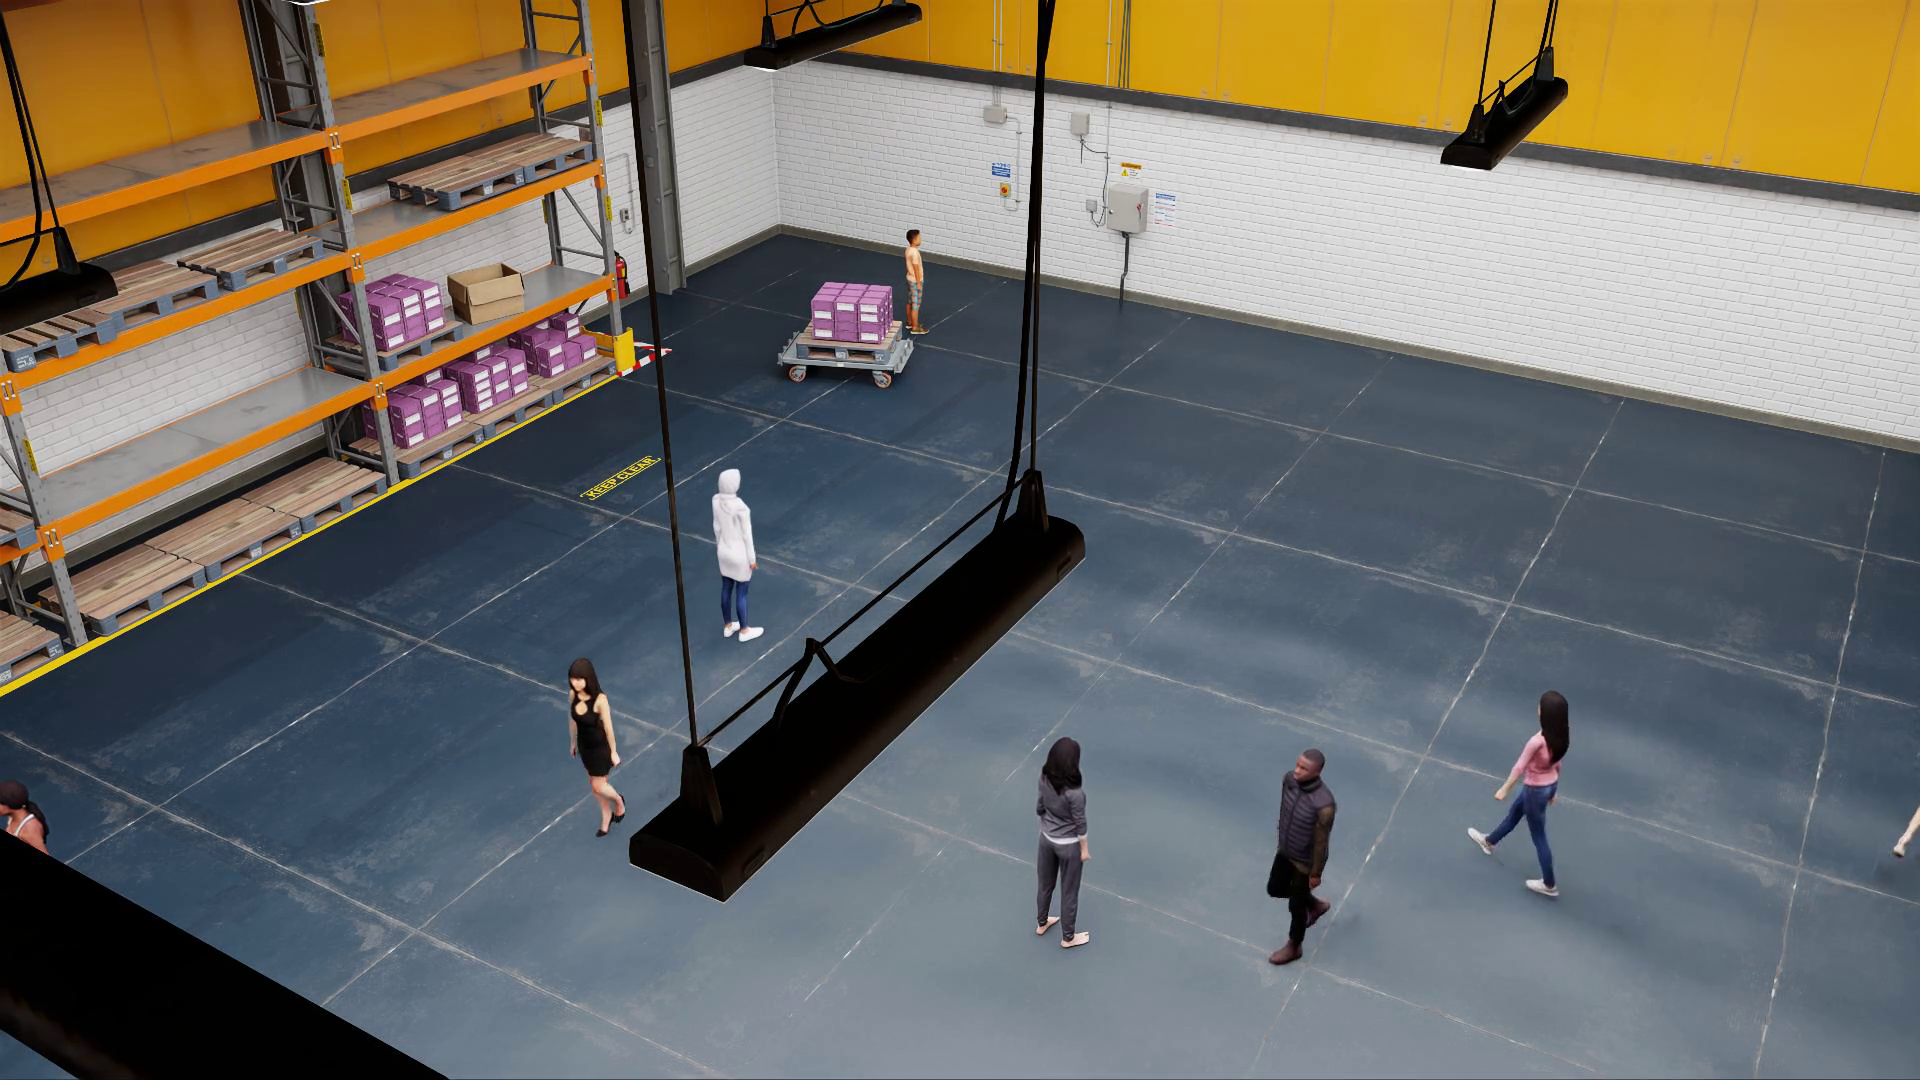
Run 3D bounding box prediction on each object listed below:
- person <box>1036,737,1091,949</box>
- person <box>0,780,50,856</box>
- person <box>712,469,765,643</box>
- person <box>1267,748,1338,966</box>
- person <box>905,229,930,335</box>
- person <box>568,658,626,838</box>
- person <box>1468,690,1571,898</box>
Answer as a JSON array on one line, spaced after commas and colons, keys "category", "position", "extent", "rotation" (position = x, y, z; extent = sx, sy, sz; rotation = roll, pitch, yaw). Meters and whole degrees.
[{"category": "person", "position": [0.734, 2.193, 12.089], "extent": [0.639, 1.765, 0.585], "rotation": [24, 37, 37]}, {"category": "person", "position": [-6.443, 2.407, 11.708], "extent": [0.597, 1.754, 0.623], "rotation": [-24, 37, -36]}, {"category": "person", "position": [-2.155, 0.139, 15.845], "extent": [0.637, 1.775, 0.574], "rotation": [20, 34, 32]}, {"category": "person", "position": [2.522, 2.243, 11.938], "extent": [0.997, 1.822, 0.922], "rotation": [-14, 32, -24]}, {"category": "person", "position": [-0.633, -3.591, 23.011], "extent": [0.653, 1.461, 0.605], "rotation": [-9, 30, -17]}, {"category": "person", "position": [-2.851, 1.623, 13.266], "extent": [0.593, 1.637, 0.605], "rotation": [16, 33, 27]}, {"category": "person", "position": [4.434, 1.957, 12.584], "extent": [1.100, 1.706, 0.902], "rotation": [-23, 36, -35]}]
